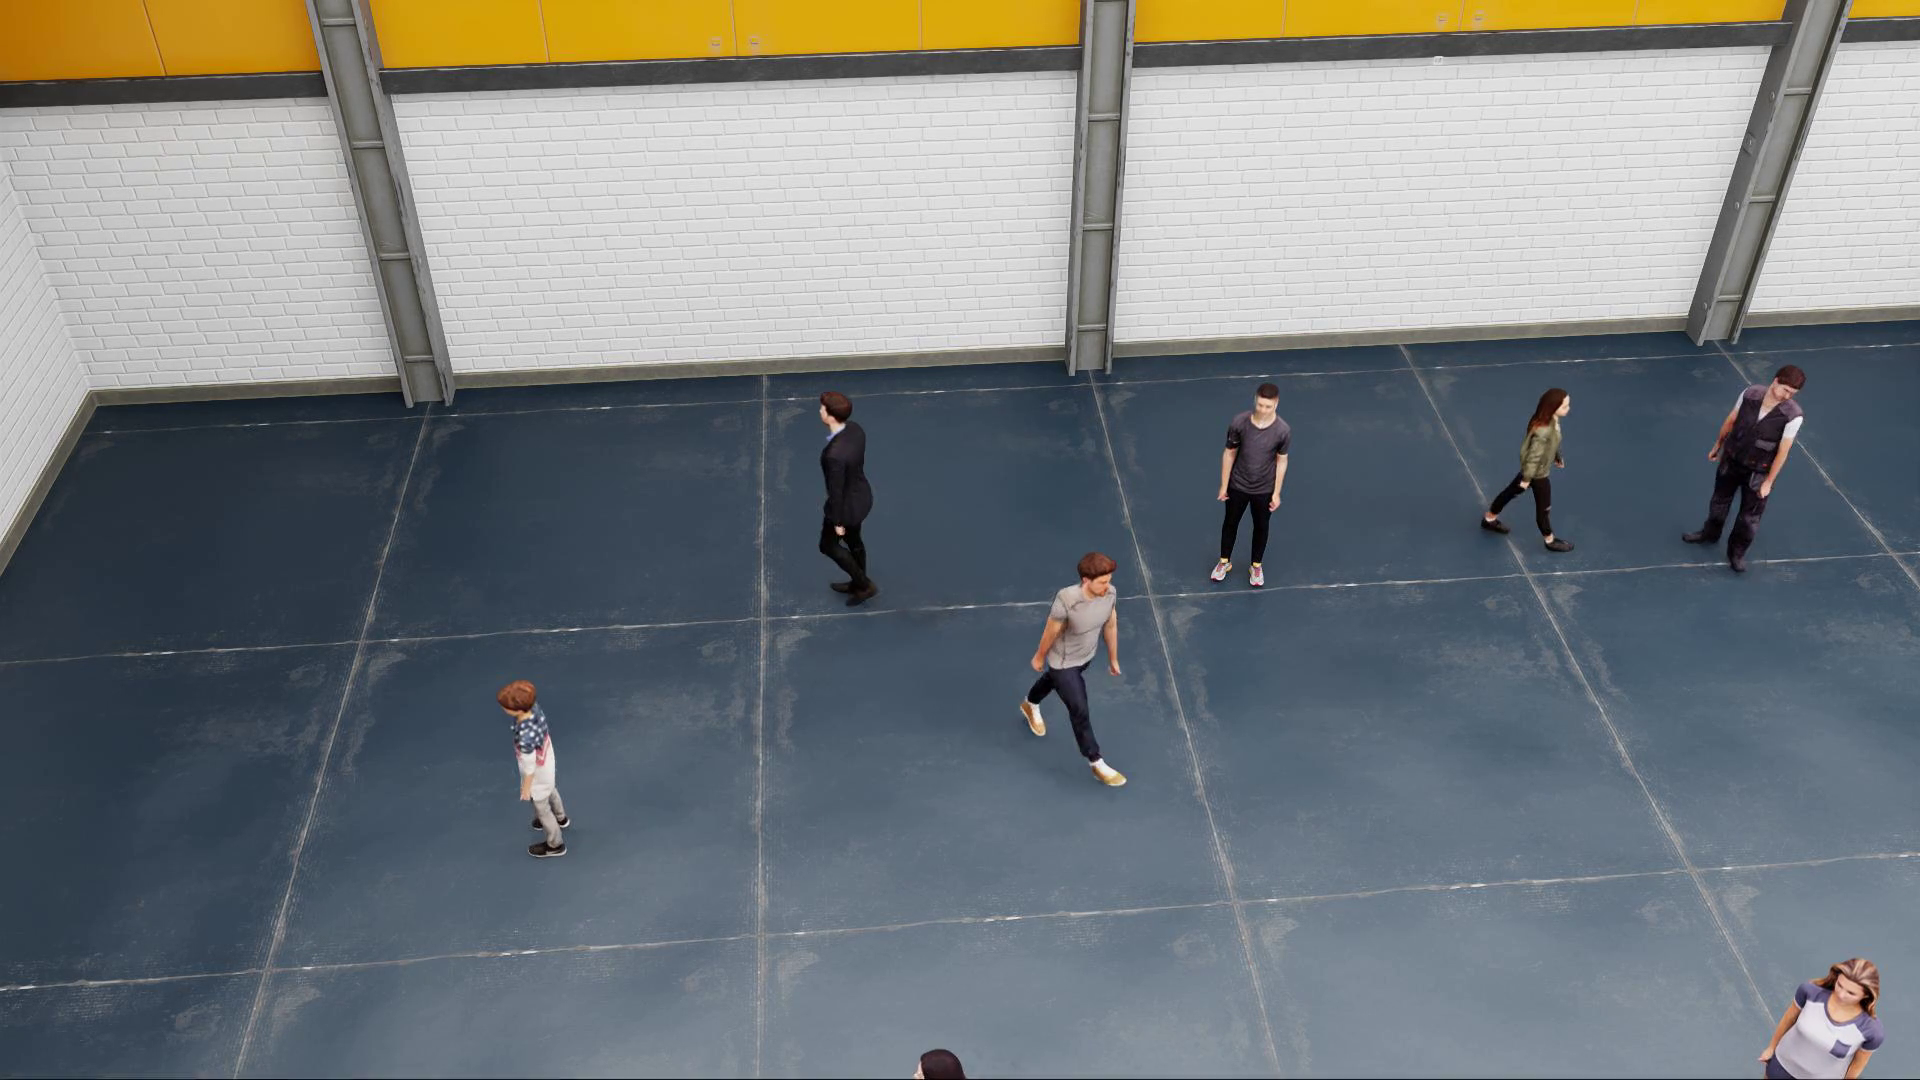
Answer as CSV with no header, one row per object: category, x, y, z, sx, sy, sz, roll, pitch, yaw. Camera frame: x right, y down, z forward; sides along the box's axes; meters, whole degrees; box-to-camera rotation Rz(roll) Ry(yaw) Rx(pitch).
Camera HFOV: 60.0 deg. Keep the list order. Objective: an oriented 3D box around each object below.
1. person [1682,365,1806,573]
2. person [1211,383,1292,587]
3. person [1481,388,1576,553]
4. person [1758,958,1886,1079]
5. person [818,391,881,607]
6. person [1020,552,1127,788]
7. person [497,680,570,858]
person,6.068,-0.592,12.720,0.828,1.820,0.839,-16,41,-19
person,2.212,-0.428,12.561,0.600,1.764,0.756,9,39,11
person,4.433,-0.577,13.008,1.062,1.438,0.889,16,41,19
person,4.406,2.735,8.625,0.715,1.733,0.684,-27,46,-30
person,-0.760,-0.267,12.269,0.847,1.876,0.826,13,40,16
person,0.665,0.743,11.053,1.290,1.817,1.189,-23,44,-26
person,-2.654,1.428,10.500,0.494,1.436,0.539,-1,39,-1
